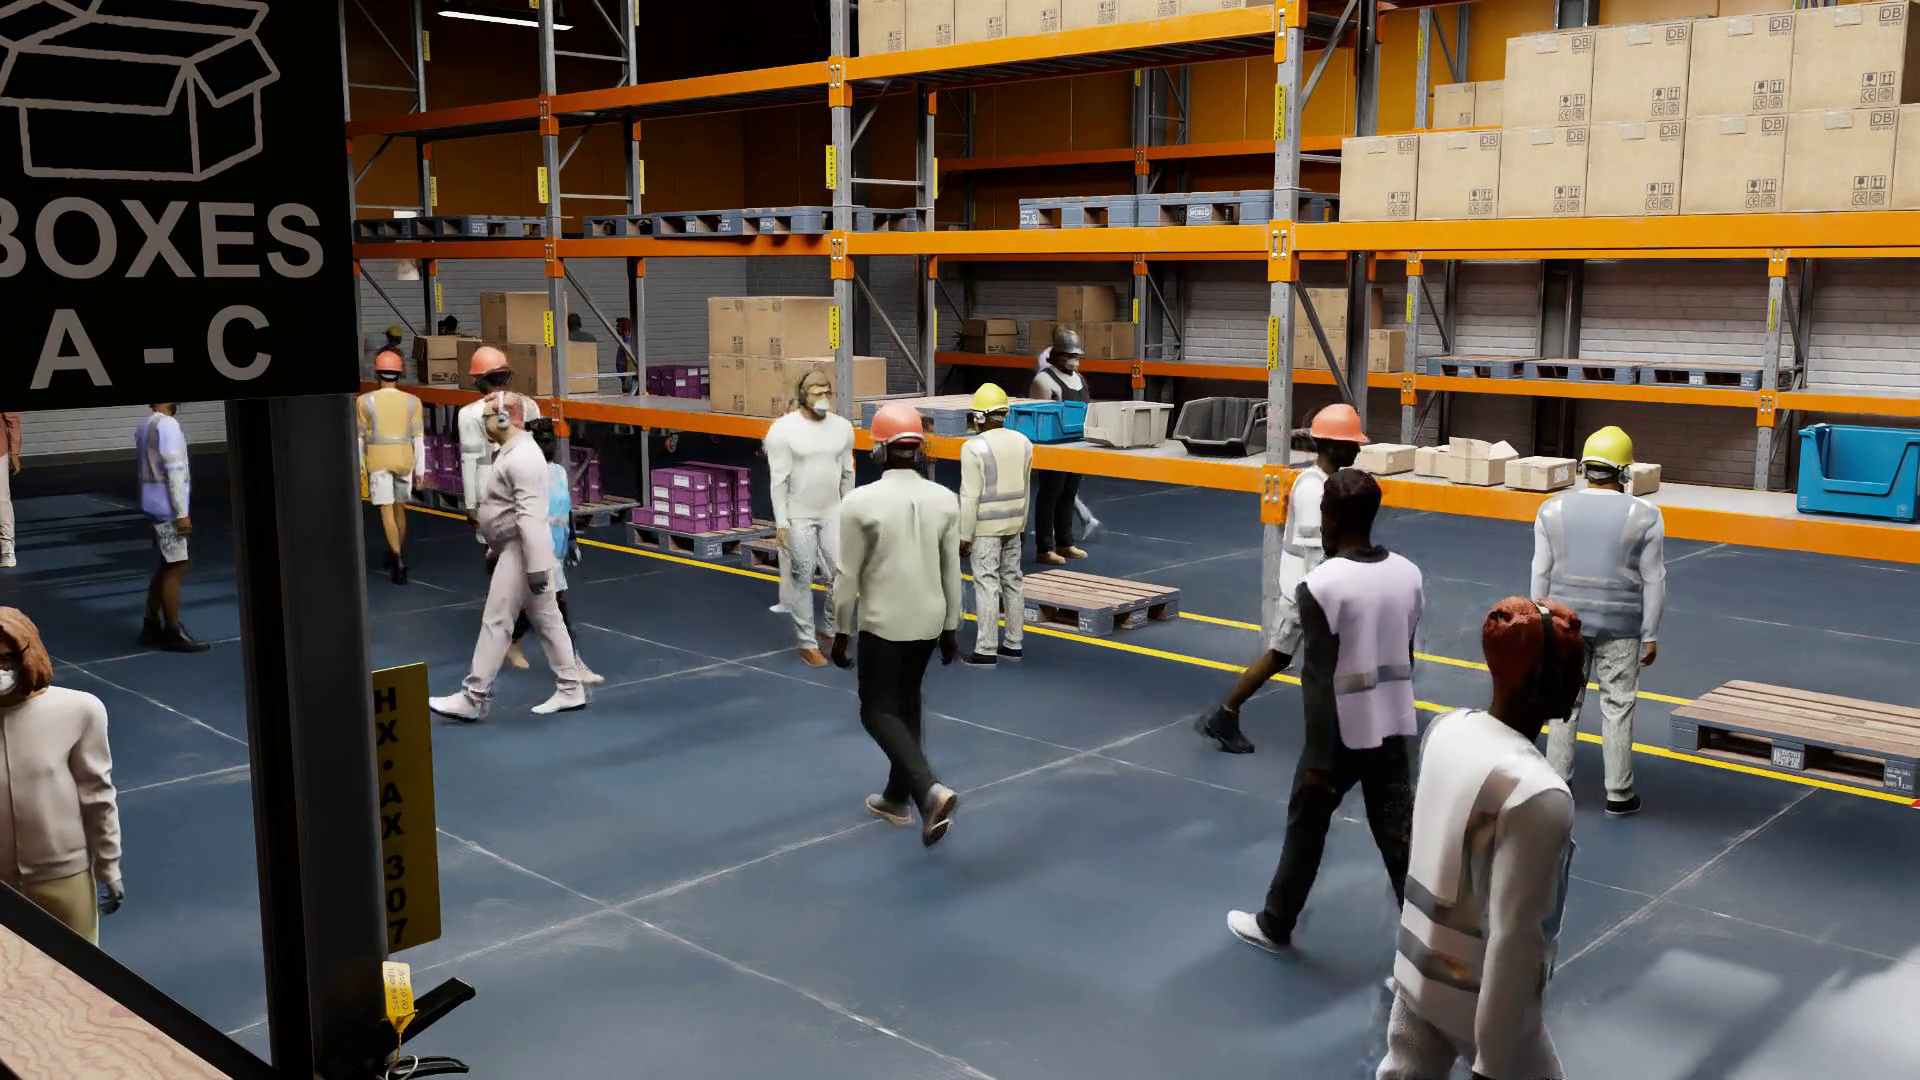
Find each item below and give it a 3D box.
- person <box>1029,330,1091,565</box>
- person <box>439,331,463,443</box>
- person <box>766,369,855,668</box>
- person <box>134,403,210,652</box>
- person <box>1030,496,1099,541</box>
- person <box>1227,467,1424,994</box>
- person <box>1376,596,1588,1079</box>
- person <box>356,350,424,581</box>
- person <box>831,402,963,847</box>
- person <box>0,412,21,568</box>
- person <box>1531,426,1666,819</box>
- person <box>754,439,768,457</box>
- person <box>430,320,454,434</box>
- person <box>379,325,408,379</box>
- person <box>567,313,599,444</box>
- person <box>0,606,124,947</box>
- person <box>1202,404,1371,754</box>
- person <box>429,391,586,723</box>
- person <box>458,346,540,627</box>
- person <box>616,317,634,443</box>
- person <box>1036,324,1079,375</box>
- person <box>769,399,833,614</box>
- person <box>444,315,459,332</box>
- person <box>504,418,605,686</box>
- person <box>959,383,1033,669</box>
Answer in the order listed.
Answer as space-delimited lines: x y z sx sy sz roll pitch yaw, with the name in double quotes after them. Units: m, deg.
0.930 -0.813 14.495 0.535 2.000 0.685 7 11 35 "person"
-6.074 -1.659 20.415 0.590 1.811 0.575 -2 10 -13 "person"
-0.924 -0.128 10.644 0.638 1.921 0.459 -5 11 -28 "person"
-5.330 -0.177 11.114 0.392 1.884 0.642 -7 12 -37 "person"
0.997 -0.792 15.698 0.735 1.610 0.504 6 11 32 "person"
1.409 0.674 5.926 0.623 1.868 1.001 -6 11 -34 "person"
1.233 1.034 3.798 0.995 1.831 0.583 -2 9 -11 "person"
-4.704 -0.622 13.803 0.546 1.896 0.991 -6 11 -32 "person"
-0.227 0.378 7.400 0.612 1.974 0.799 -7 11 -36 "person"
-8.372 -0.746 14.223 0.610 1.996 0.386 -2 9 -12 "person"
2.983 0.383 7.795 0.591 1.834 0.404 6 11 35 "person"
-2.622 -2.061 22.760 0.624 1.845 0.430 -8 12 -41 "person"
-6.910 -1.992 22.237 0.513 1.877 0.328 -8 12 -41 "person"
-8.253 -2.263 24.268 0.543 1.749 0.385 7 11 35 "person"
-5.635 -2.380 24.490 0.642 1.907 0.830 -2 9 -10 "person"
-2.677 0.981 4.766 0.503 1.627 0.270 -5 10 -27 "person"
1.748 0.231 8.602 0.991 1.893 0.542 5 10 27 "person"
-2.596 0.098 9.446 0.937 1.861 0.656 -2 9 -11 "person"
-3.167 -0.330 11.581 0.626 2.024 0.571 -9 13 -42 "person"
-4.902 -2.362 24.591 0.390 1.846 0.564 -2 9 -10 "person"
1.188 -1.552 19.377 0.663 1.920 0.568 -7 12 -37 "person"
-1.124 -0.231 12.209 0.606 1.617 0.517 8 12 41 "person"
-7.589 -2.423 24.890 0.517 1.873 0.334 -4 10 -25 "person"
-2.612 0.056 10.364 0.864 1.653 0.539 3 10 18 "person"
0.203 -0.089 10.692 0.591 1.833 0.404 -9 13 -43 "person"
